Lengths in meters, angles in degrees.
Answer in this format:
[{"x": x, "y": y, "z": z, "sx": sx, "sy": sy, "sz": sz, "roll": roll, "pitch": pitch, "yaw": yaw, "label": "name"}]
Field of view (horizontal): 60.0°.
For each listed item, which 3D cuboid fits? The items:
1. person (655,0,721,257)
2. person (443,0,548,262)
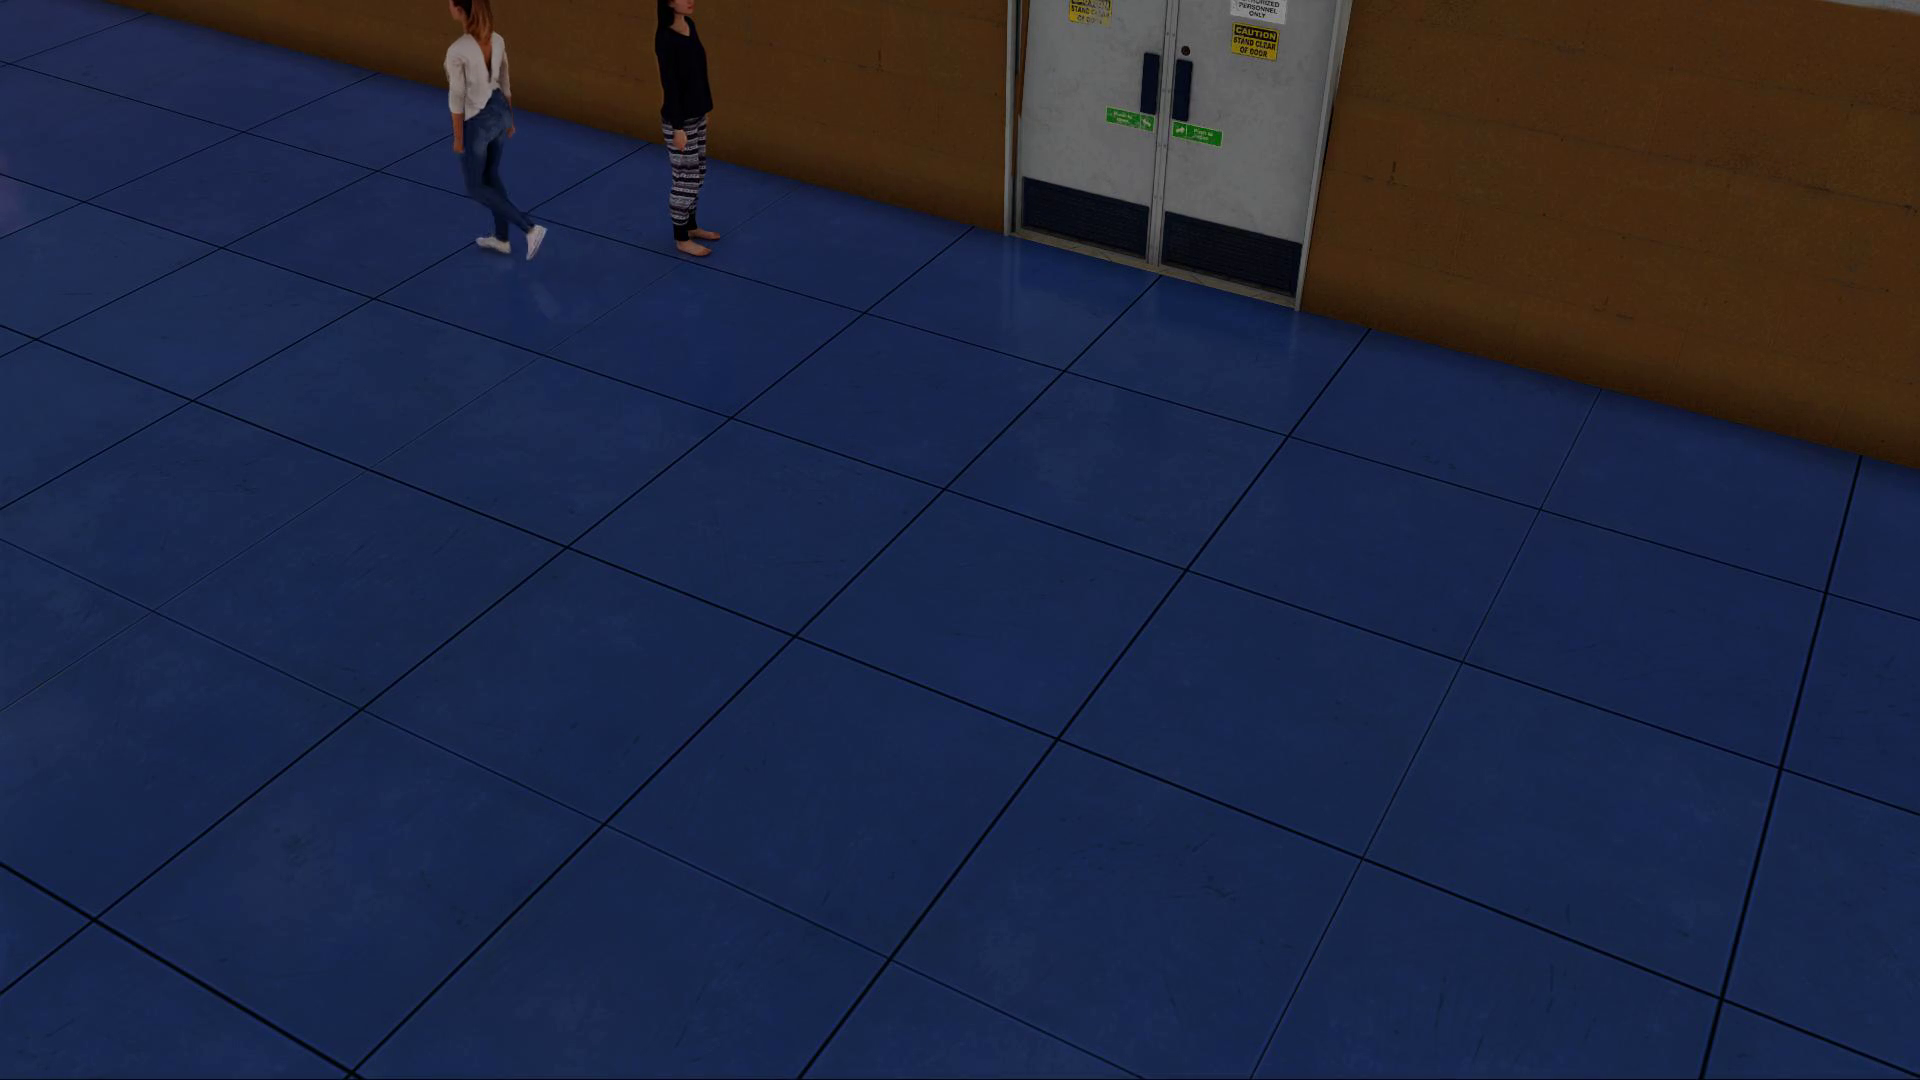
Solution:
[{"x": -1.677, "y": -2.588, "z": 10.097, "sx": 0.727, "sy": 1.733, "sz": 0.562, "roll": 7, "pitch": 37, "yaw": 9, "label": "person"}, {"x": -2.775, "y": -2.443, "z": 9.924, "sx": 0.711, "sy": 1.708, "sz": 0.816, "roll": 17, "pitch": 40, "yaw": 22, "label": "person"}]
